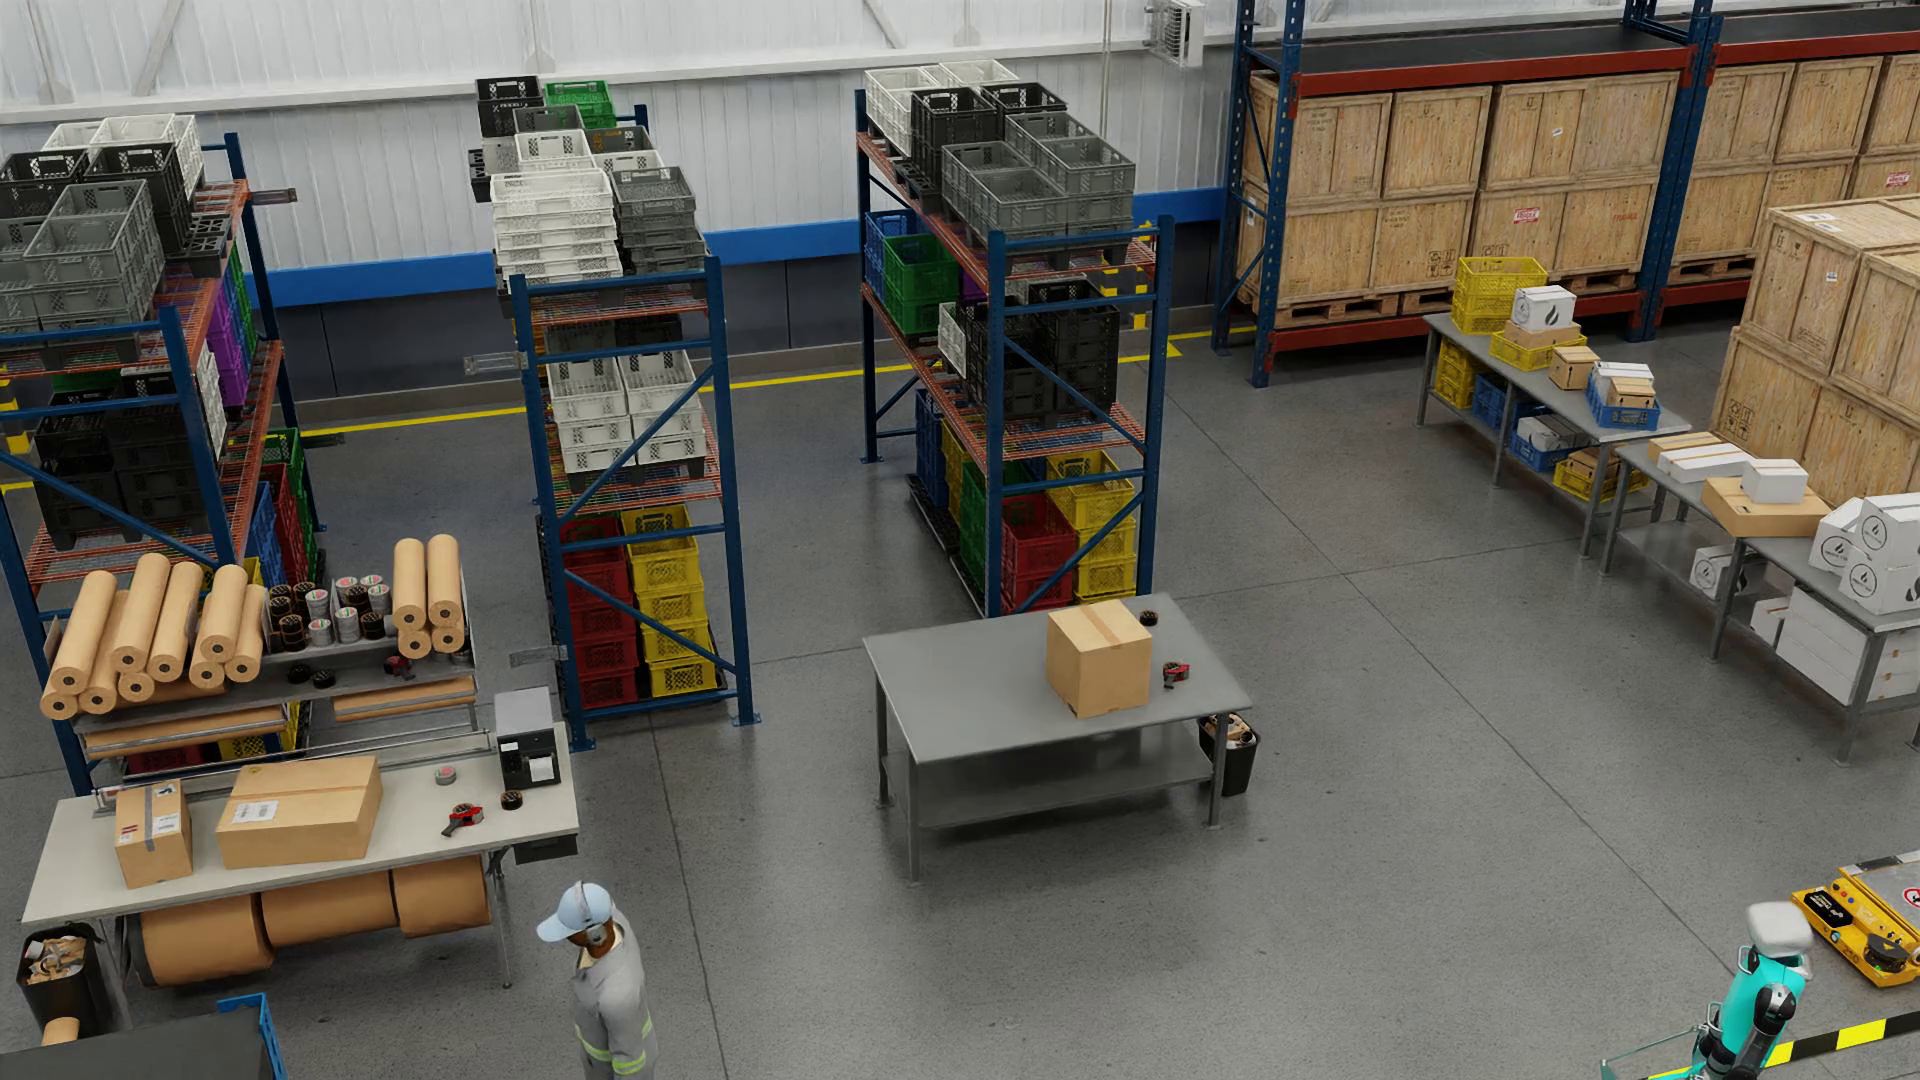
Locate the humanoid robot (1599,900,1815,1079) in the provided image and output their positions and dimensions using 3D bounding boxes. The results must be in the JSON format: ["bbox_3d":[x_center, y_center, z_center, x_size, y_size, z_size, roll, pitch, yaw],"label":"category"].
[{"bbox_3d":[2.862,2.099,6.674,0.735,1.680,0.533,12,31,21],"label":"humanoid robot"}]

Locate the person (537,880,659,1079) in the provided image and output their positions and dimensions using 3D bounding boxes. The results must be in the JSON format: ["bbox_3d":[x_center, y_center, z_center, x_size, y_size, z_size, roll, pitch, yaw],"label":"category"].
[{"bbox_3d":[-1.412,2.101,6.700,0.392,1.848,0.586,-9,30,-16],"label":"person"}]

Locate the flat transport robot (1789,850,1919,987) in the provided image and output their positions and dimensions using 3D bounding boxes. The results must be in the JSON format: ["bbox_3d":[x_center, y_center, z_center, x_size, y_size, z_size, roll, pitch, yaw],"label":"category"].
[{"bbox_3d":[5.163,1.916,8.676,1.431,0.231,0.659,-8,30,-14],"label":"flat transport robot"}]
